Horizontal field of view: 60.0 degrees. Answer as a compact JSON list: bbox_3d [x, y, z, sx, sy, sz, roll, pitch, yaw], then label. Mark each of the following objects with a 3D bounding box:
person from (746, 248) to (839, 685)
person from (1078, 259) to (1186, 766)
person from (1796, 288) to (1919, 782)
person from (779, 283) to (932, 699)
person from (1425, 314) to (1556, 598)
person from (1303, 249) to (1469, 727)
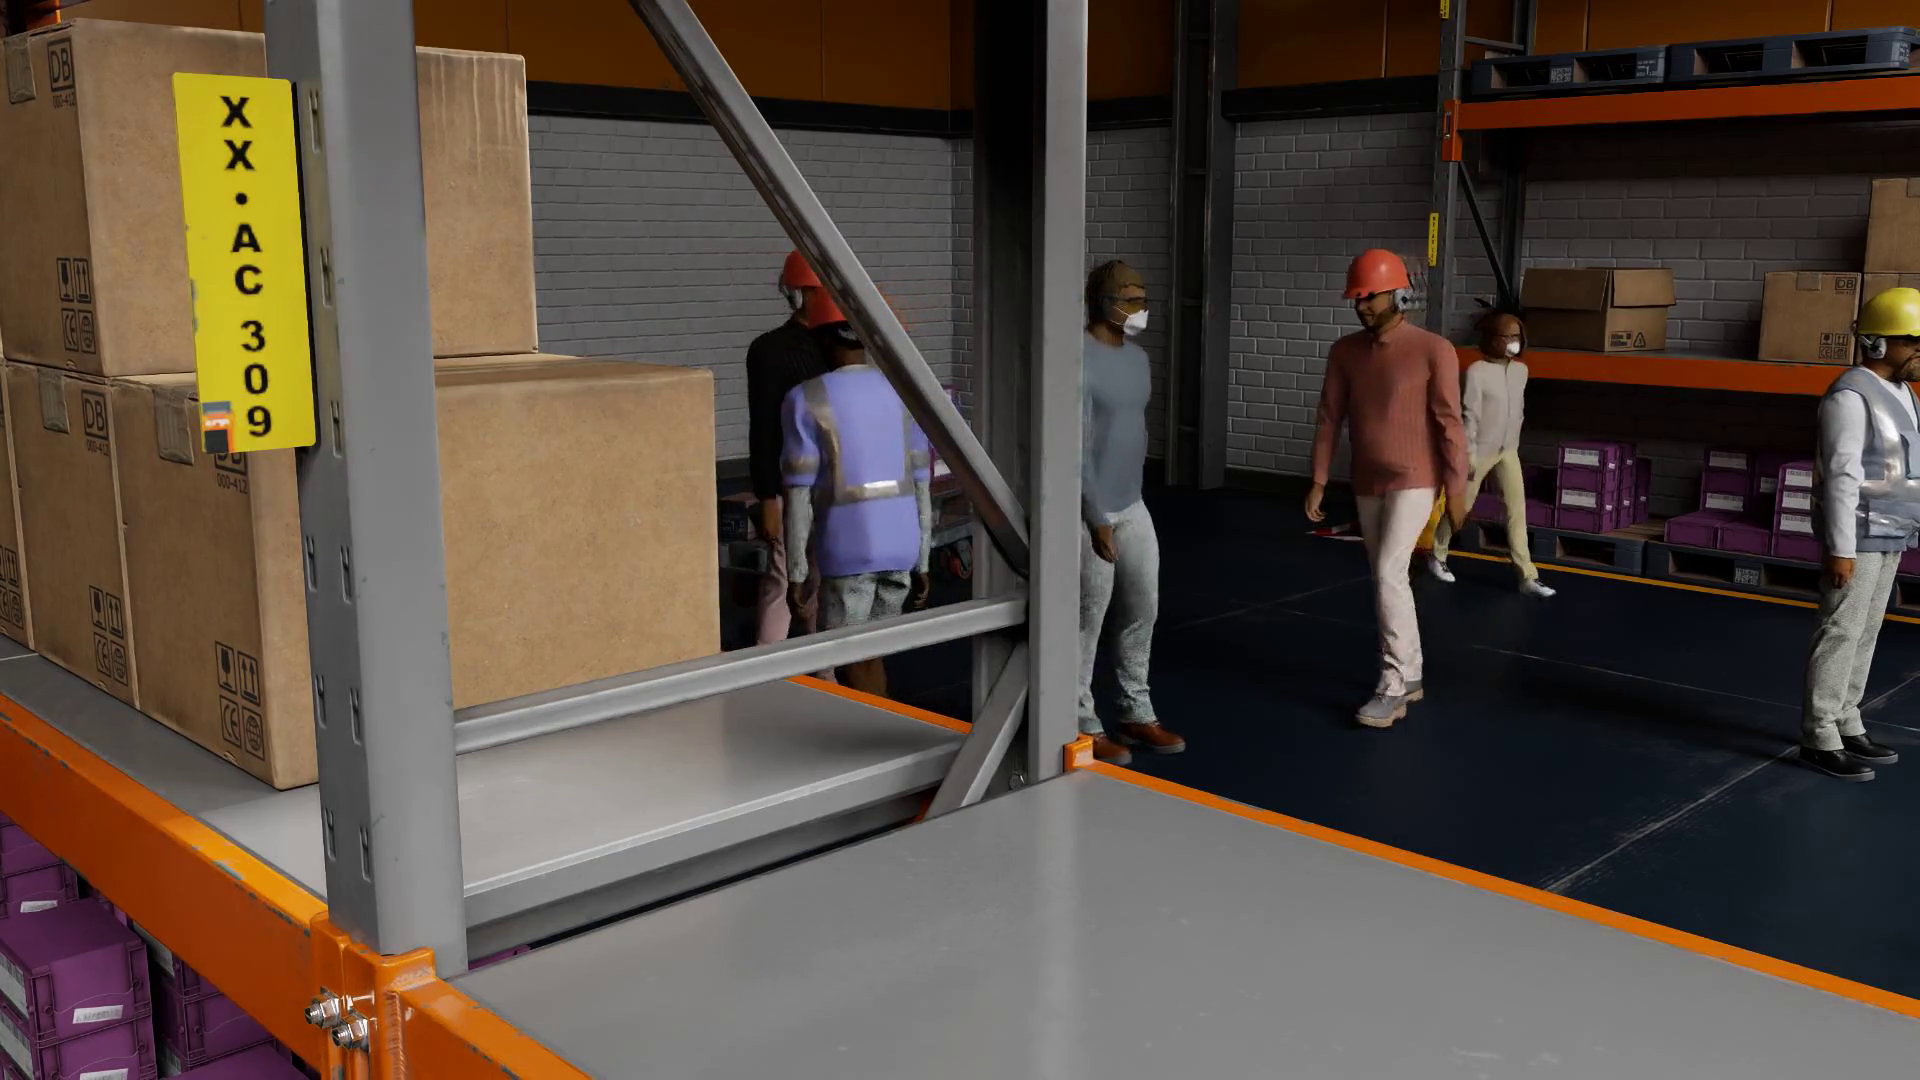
[{"bbox_3d":[-0.620,-0.226,6.903,0.399,1.991,0.622,7,13,35],"label":"person"},{"bbox_3d":[0.564,-0.092,6.343,0.452,1.931,0.649,9,13,39],"label":"person"},{"bbox_3d":[3.413,-0.023,6.241,0.599,1.830,0.404,-10,14,-44],"label":"person"},{"bbox_3d":[-0.300,0.058,5.675,0.555,1.893,0.801,-6,12,-29],"label":"person"},{"bbox_3d":[3.022,-0.498,9.499,0.524,1.588,0.874,-6,12,-28],"label":"person"},{"bbox_3d":[1.746,-0.220,6.960,0.796,1.955,0.619,-8,13,-36],"label":"person"}]
